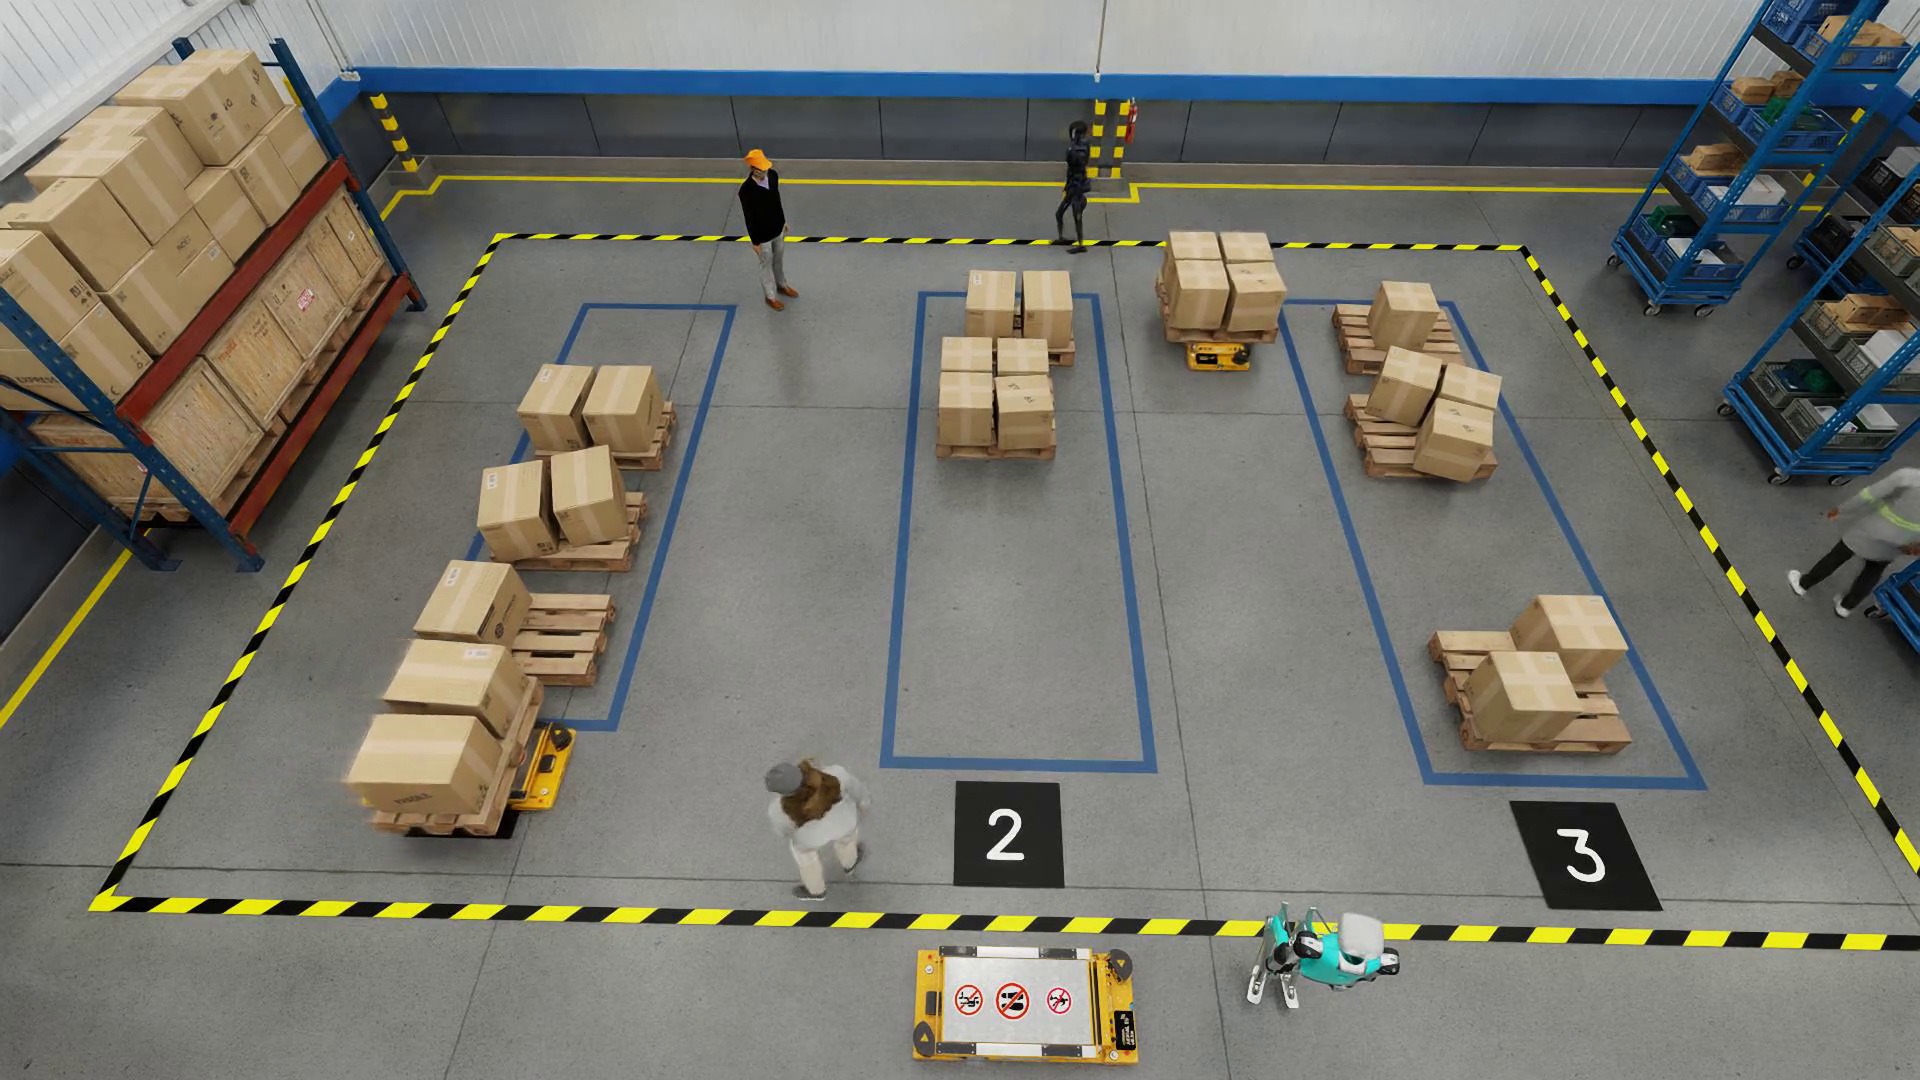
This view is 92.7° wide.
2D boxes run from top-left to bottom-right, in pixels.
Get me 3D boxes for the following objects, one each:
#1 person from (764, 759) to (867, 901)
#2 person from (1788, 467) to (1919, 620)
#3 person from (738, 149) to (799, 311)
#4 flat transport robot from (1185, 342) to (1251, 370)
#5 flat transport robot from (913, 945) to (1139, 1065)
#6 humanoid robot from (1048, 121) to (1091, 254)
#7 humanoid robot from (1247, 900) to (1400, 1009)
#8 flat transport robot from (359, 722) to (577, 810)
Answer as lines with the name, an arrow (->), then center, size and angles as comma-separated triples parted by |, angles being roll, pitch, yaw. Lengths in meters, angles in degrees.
person -> -0.924, 1.876, 6.020 | 0.667, 1.731, 0.373 | -18, 53, -14
person -> 7.608, -0.076, 7.533 | 0.655, 1.846, 0.475 | 29, 57, 22
person -> -2.139, -3.472, 10.274 | 0.368, 1.883, 0.591 | 24, 55, 18
flat transport robot -> 2.877, -2.484, 10.493 | 0.652, 0.197, 1.431 | 1, 51, 1
flat transport robot -> 0.422, 3.041, 6.007 | 1.431, 0.231, 0.659 | 1, 51, 1
humanoid robot -> 1.374, -4.199, 11.006 | 0.478, 1.643, 0.615 | -7, 51, -6
humanoid robot -> 2.113, 2.391, 5.507 | 0.533, 1.671, 0.735 | 9, 51, 7
flat transport robot -> -3.780, 1.723, 7.063 | 1.431, 0.197, 0.652 | 1, 51, 1
